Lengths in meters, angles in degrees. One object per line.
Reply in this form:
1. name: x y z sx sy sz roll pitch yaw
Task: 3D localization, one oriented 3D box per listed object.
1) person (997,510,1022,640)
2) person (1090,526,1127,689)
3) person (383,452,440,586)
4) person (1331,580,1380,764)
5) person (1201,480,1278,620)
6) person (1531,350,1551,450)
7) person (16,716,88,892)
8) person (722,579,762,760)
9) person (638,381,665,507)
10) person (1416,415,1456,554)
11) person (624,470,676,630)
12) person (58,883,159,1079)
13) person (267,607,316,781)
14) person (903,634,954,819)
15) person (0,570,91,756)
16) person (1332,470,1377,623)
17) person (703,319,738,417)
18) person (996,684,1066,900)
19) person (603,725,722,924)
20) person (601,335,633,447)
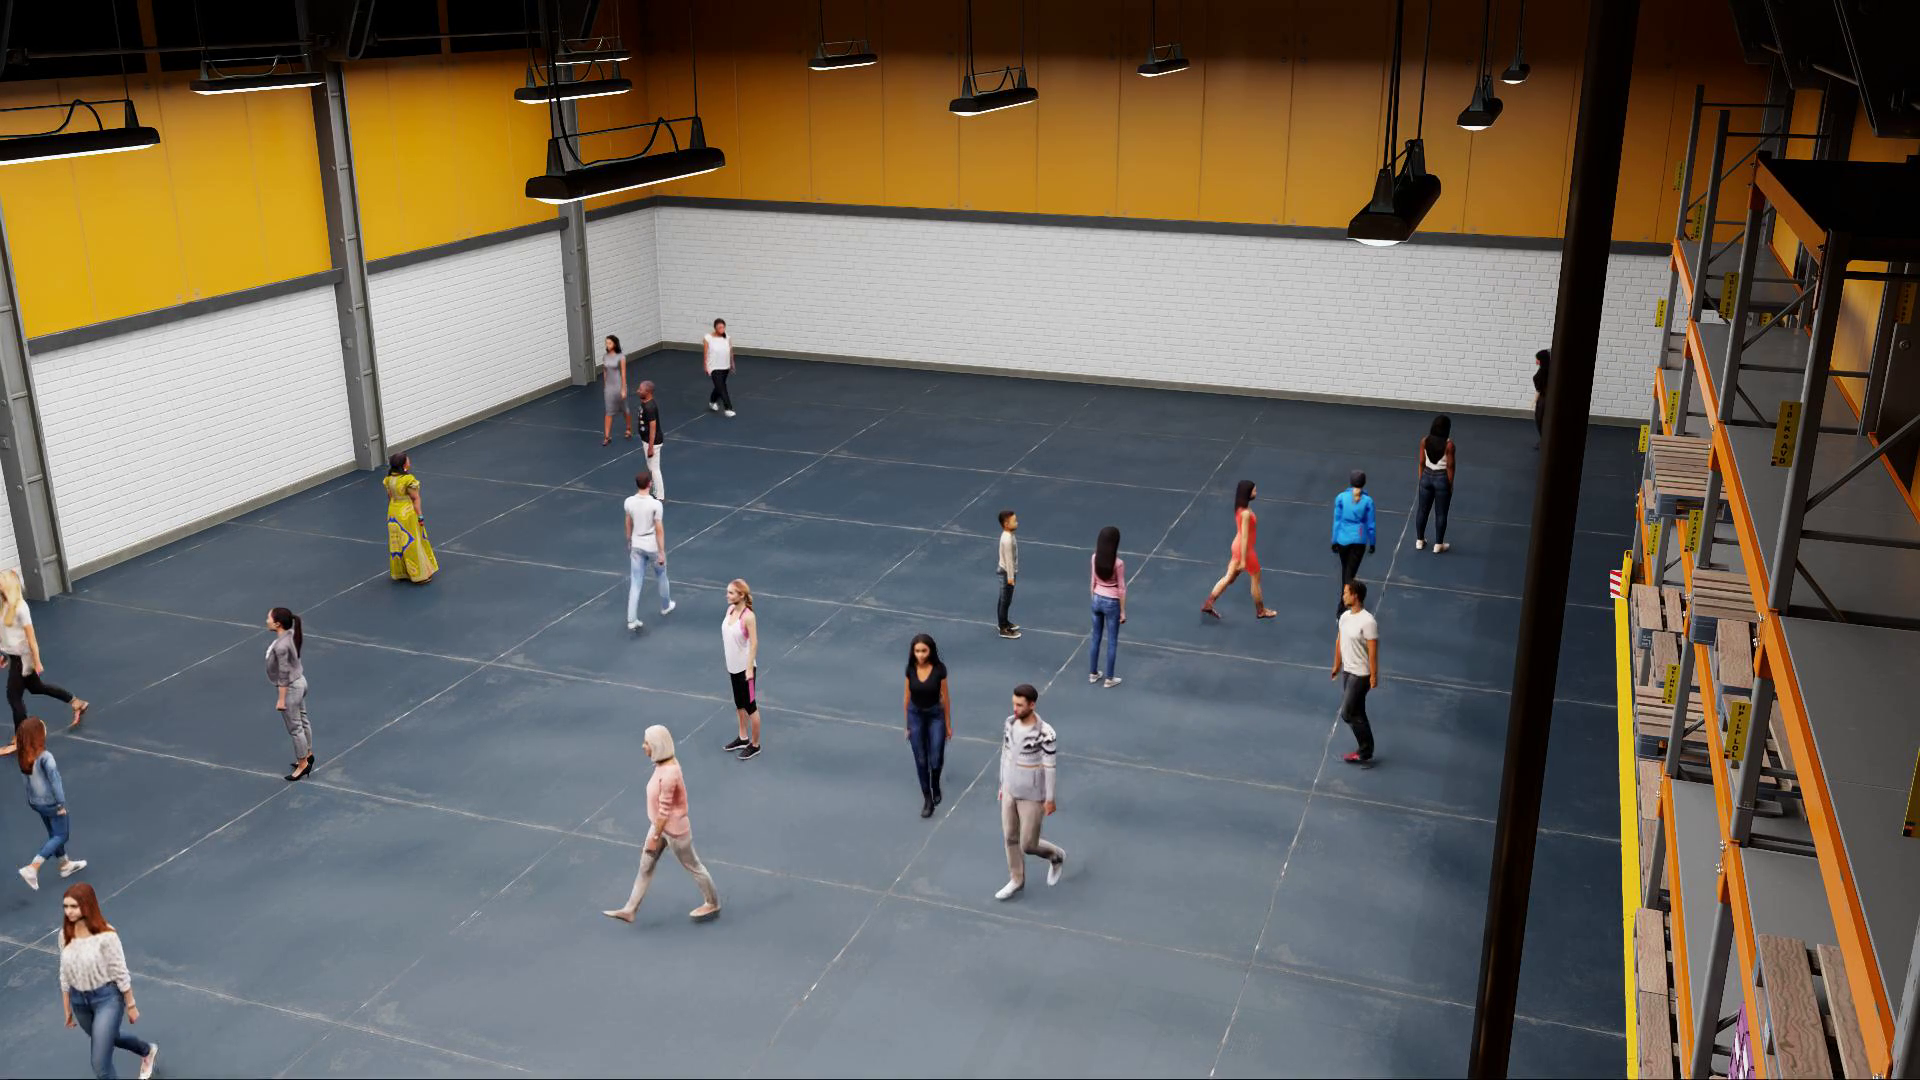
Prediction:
1. person: 0.536 0.367 18.862 0.667 1.464 0.537 0 19 1
2. person: 1.535 0.684 17.487 0.617 1.741 0.581 13 23 35
3. person: -6.821 -0.277 20.477 0.877 1.654 0.799 9 21 25
4. person: 3.815 1.273 15.690 0.898 1.772 0.788 -10 21 -27
5. person: 3.170 0.152 19.160 1.018 1.681 1.156 -2 19 -7
6. person: 9.294 -2.224 26.335 0.654 1.605 0.870 -17 25 -40
7. person: -7.495 2.157 13.546 0.619 1.464 0.851 9 20 24
8. person: -2.069 1.207 15.861 0.693 1.787 0.684 -14 23 -35
9. person: -4.346 -1.370 23.486 0.824 1.805 0.728 -4 19 -12
10. person: 6.183 -0.742 21.614 0.724 1.809 0.728 16 25 40
11. person: -3.618 0.156 18.952 0.757 1.807 1.239 5 19 14
12. person: -5.527 2.962 10.792 0.715 1.696 1.155 4 19 11
13. person: -6.205 1.406 15.440 0.779 1.679 0.681 -2 19 -7
14. person: -0.284 1.603 14.783 0.653 1.725 0.704 2 19 6
15. person: -8.972 1.127 16.085 0.877 1.796 1.231 15 24 38
16. person: 4.504 0.106 19.202 0.751 1.742 1.227 10 21 27
17. person: -4.152 -2.958 28.457 1.194 1.641 1.102 -15 23 -37
18. person: 0.576 2.006 13.414 0.995 1.835 0.892 -17 25 -40
19. person: -2.162 2.249 12.958 1.149 1.665 1.108 -8 20 -22
20. person: -5.456 -2.390 26.637 0.617 1.728 1.108 6 19 17
